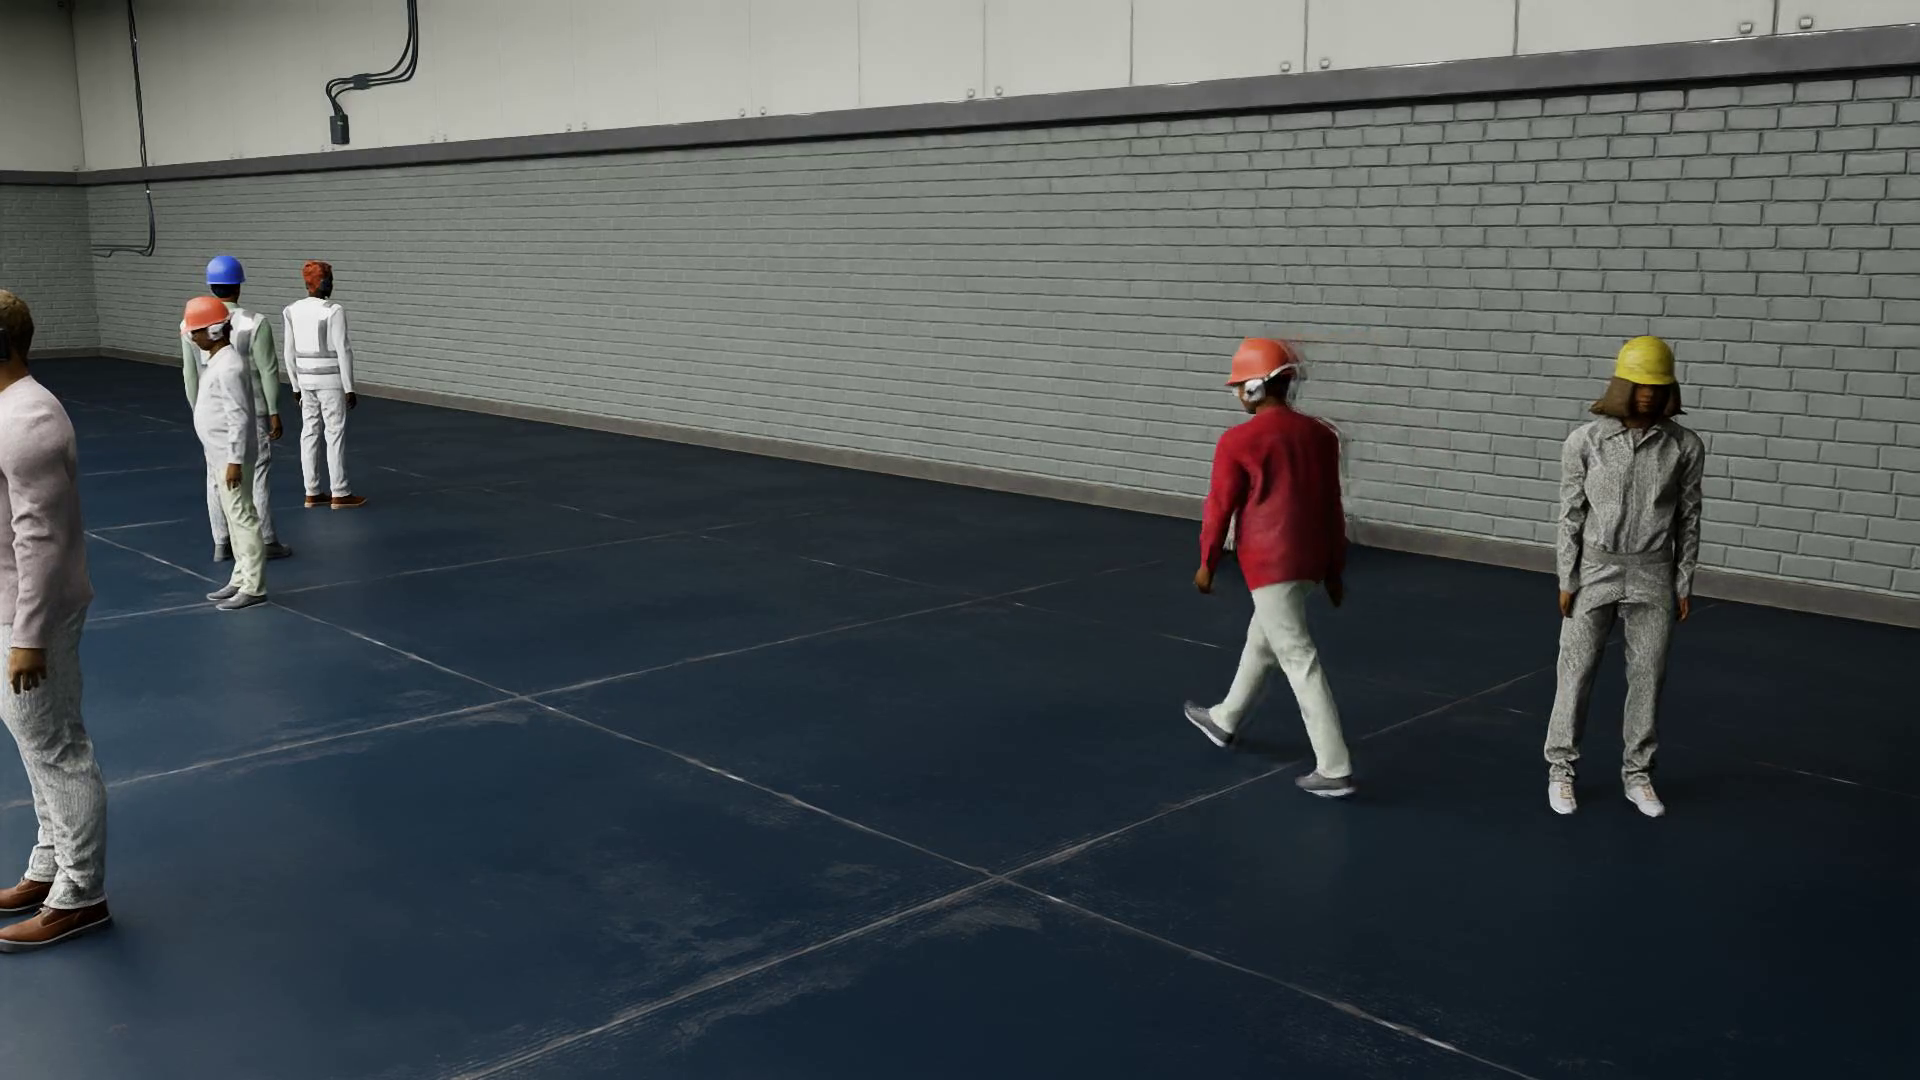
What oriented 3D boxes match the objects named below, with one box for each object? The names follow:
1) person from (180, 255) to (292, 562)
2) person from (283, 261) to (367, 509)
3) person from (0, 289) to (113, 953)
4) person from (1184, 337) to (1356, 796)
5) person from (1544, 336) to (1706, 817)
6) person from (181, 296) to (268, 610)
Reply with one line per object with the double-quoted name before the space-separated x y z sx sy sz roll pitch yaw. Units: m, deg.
"person" -4.606 -0.824 10.582 0.611 1.950 0.377 1 10 4
"person" -4.853 -1.175 12.678 0.585 1.882 0.340 4 11 21
"person" -2.753 0.226 4.889 0.372 1.940 0.630 -8 13 -36
"person" 1.197 0.085 6.352 0.546 1.688 0.978 -8 13 -38
"person" 2.370 0.143 5.919 0.483 1.734 0.353 2 11 9
"person" -4.104 -0.482 9.284 0.349 1.741 0.564 -6 12 -28
